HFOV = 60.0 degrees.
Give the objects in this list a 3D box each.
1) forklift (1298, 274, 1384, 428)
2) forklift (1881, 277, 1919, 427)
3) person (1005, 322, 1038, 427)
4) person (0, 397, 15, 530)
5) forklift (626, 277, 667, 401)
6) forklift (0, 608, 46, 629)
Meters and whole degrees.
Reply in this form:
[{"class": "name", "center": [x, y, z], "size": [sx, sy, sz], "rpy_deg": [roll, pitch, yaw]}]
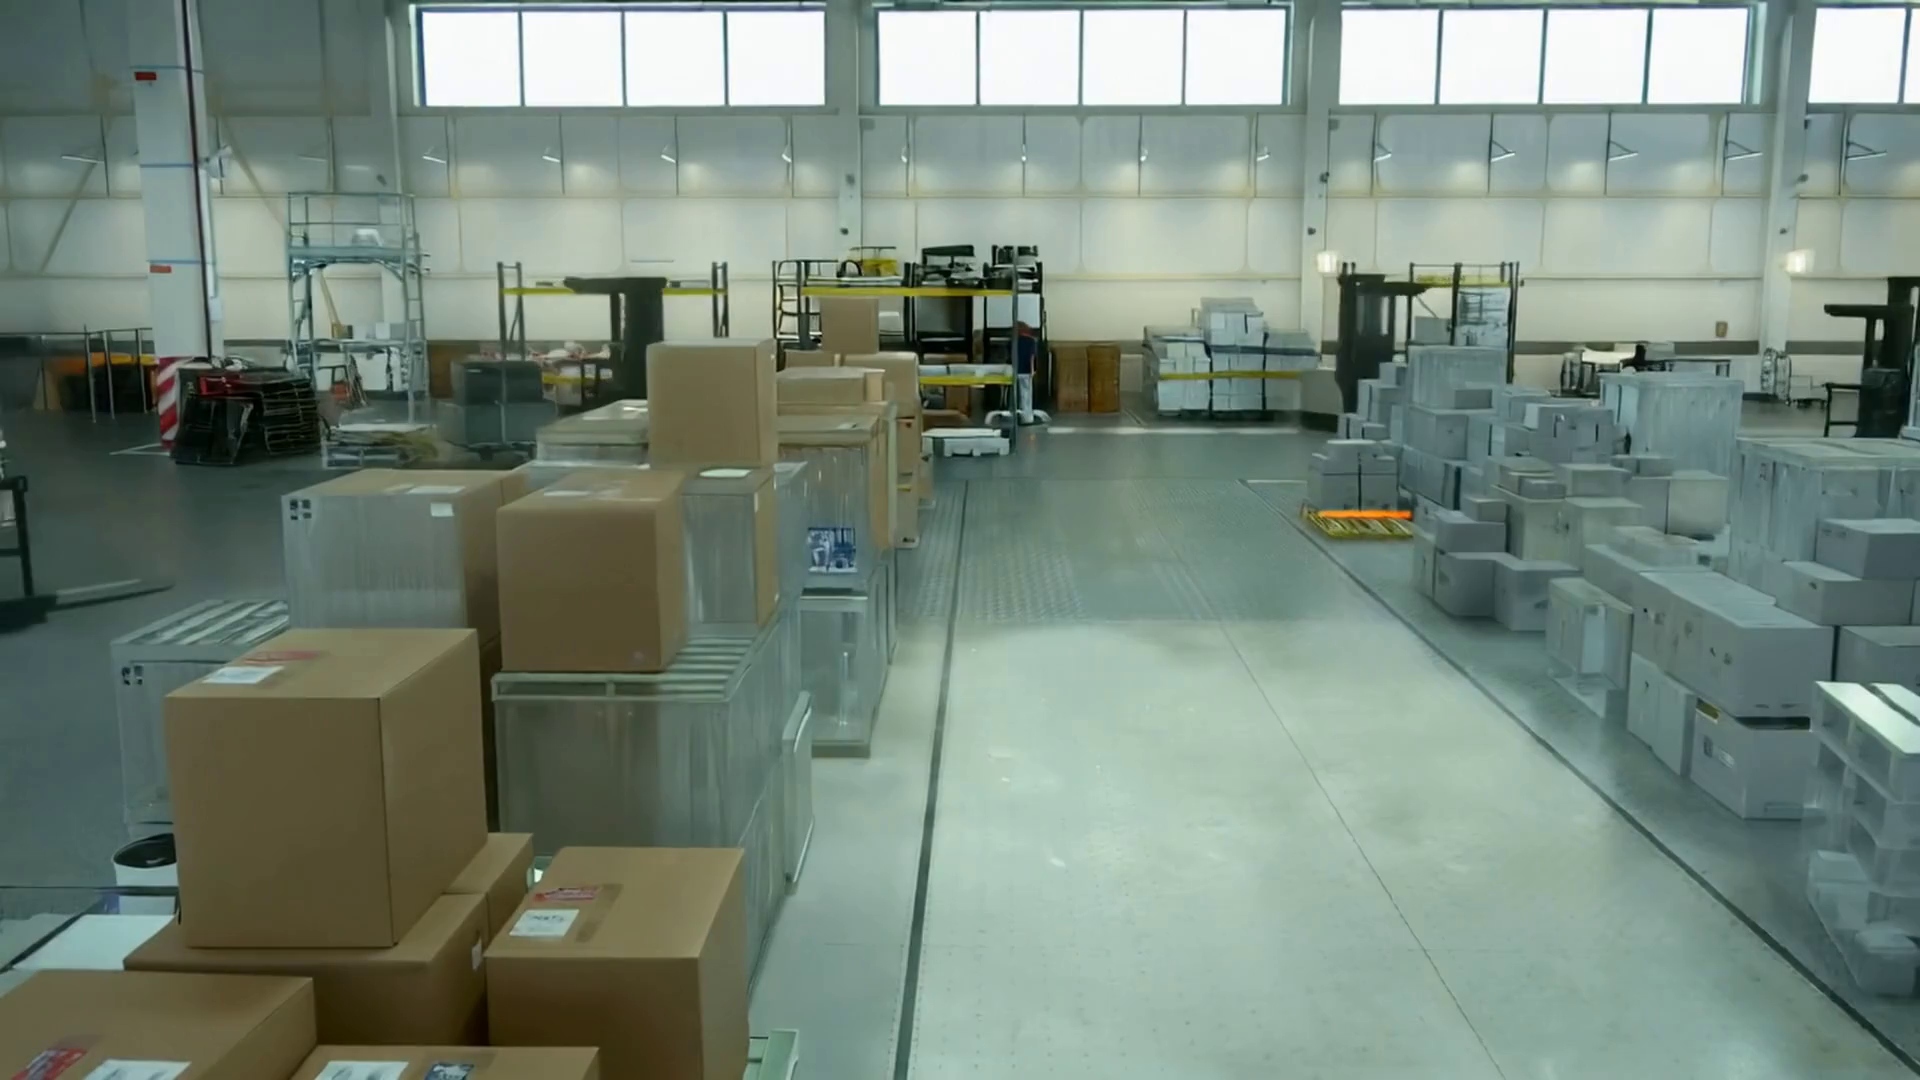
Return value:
[{"class": "forklift", "center": [7.165, -3.395, 29.968], "size": [1.129, 2.768, 1.873], "rpy_deg": [-8, 12, -39]}, {"class": "forklift", "center": [13.620, -2.379, 23.888], "size": [1.873, 2.768, 1.129], "rpy_deg": [0, 9, 1]}, {"class": "person", "center": [1.124, -3.043, 30.677], "size": [0.636, 1.938, 0.354], "rpy_deg": [-3, 10, -20]}, {"class": "person", "center": [-11.034, -1.042, 18.872], "size": [0.338, 1.877, 0.573], "rpy_deg": [-1, 10, -6]}, {"class": "forklift", "center": [-4.452, -2.356, 23.746], "size": [1.873, 2.768, 1.129], "rpy_deg": [-4, 10, -25]}, {"class": "forklift", "center": [-8.660, -0.615, 13.317], "size": [1.129, 2.768, 1.873], "rpy_deg": [8, 12, 40]}]
